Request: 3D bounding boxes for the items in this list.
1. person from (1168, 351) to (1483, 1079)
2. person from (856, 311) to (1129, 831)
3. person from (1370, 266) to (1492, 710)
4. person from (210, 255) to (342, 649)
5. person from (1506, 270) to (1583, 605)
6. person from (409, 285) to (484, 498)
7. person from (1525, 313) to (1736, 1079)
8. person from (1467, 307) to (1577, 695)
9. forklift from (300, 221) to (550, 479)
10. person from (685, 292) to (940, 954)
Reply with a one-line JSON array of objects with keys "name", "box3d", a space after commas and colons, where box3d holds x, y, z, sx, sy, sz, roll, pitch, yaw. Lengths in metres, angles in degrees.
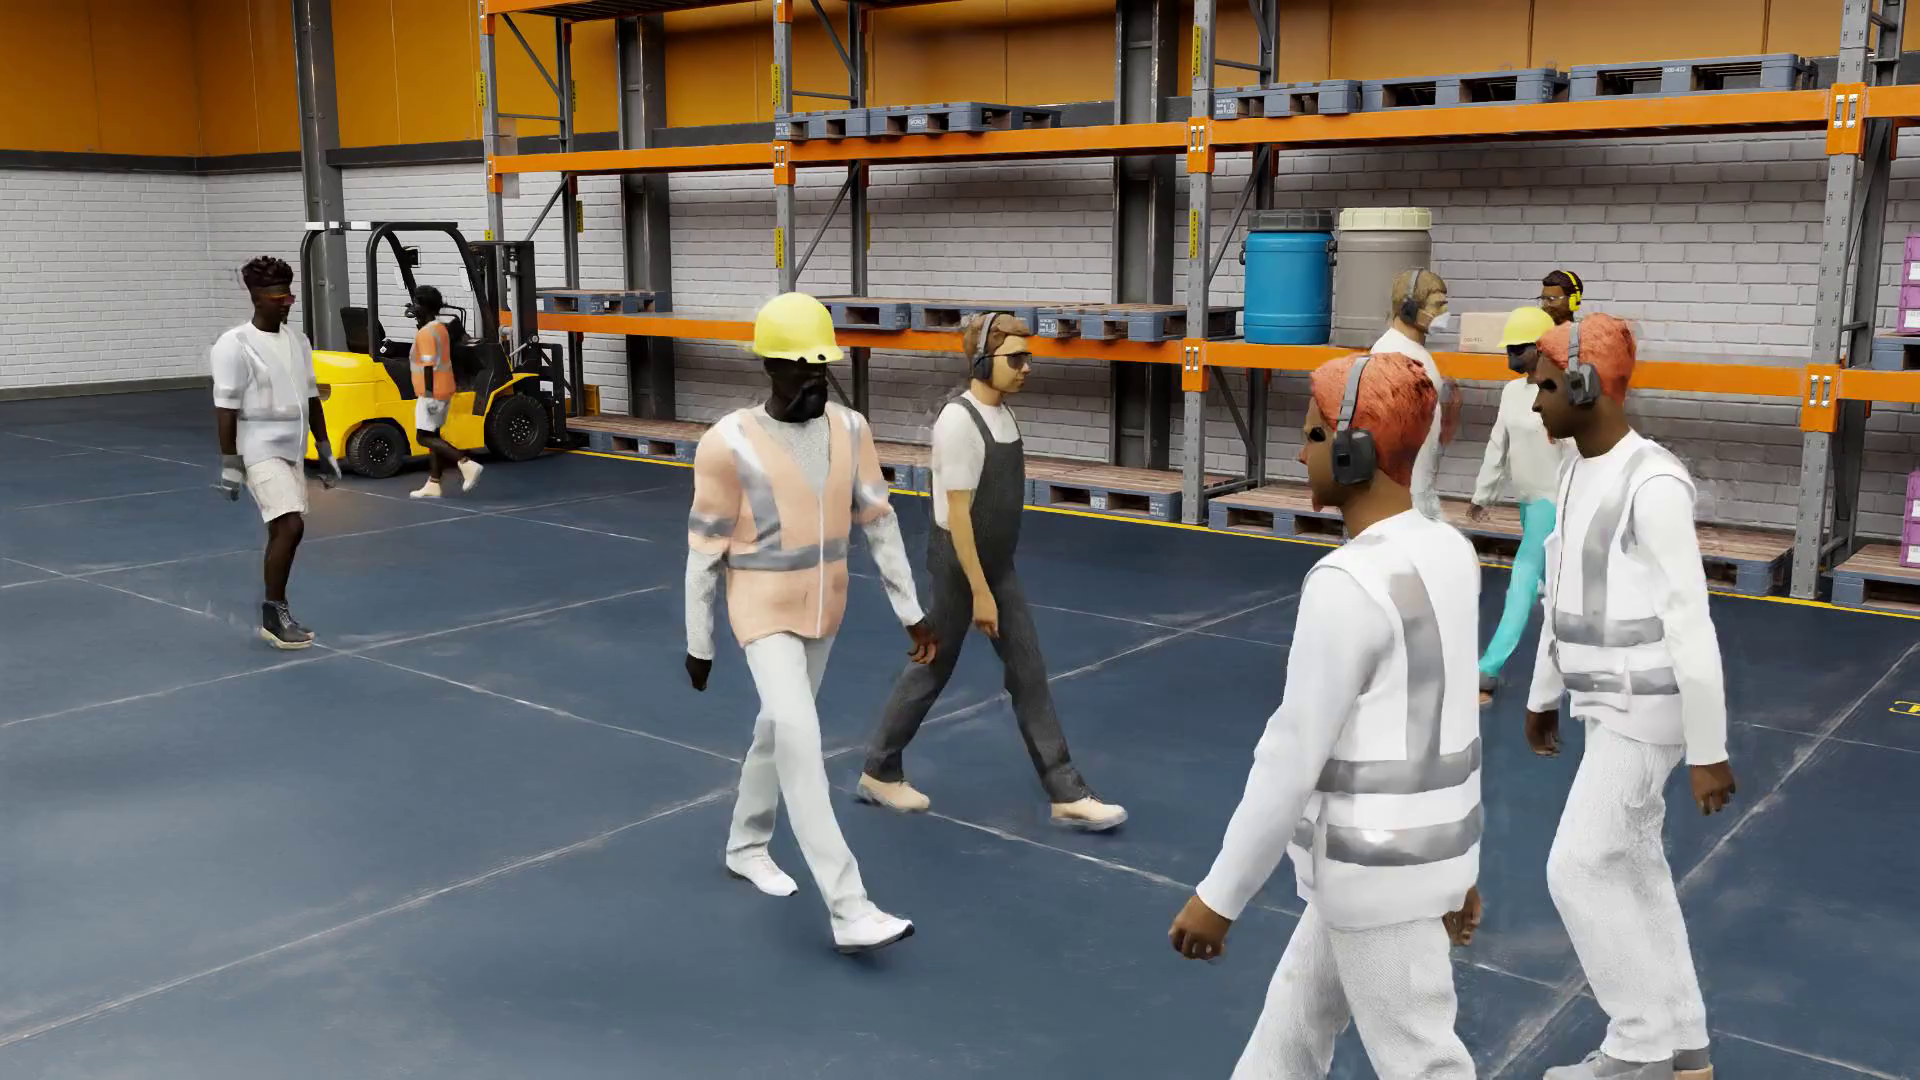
[{"name": "person", "box3d": [0.678, 0.585, 2.980, 0.969, 1.832, 0.576, 5, 12, 28]}, {"name": "person", "box3d": [0.060, 0.117, 5.708, 1.014, 1.788, 0.534, 5, 12, 28]}, {"name": "person", "box3d": [1.880, -0.208, 7.139, 0.815, 1.918, 0.642, 4, 11, 21]}, {"name": "person", "box3d": [-3.346, -0.427, 8.271, 0.581, 1.947, 0.609, 3, 11, 14]}, {"name": "person", "box3d": [3.329, -0.563, 9.267, 0.318, 1.860, 0.512, -4, 11, -19]}, {"name": "person", "box3d": [-4.035, -1.138, 12.940, 0.540, 1.682, 0.540, 0, 10, -1]}, {"name": "person", "box3d": [1.576, 0.404, 3.894, 0.528, 1.853, 0.595, 1, 10, 8]}, {"name": "person", "box3d": [2.501, -0.163, 7.408, 0.875, 1.722, 0.535, -2, 10, -10]}, {"name": "forklift", "box3d": [-4.922, -1.741, 14.854, 1.214, 2.155, 2.313, 8, 13, 38]}, {"name": "person", "box3d": [-0.448, 0.229, 4.838, 1.009, 1.870, 0.600, 9, 14, 42]}]
